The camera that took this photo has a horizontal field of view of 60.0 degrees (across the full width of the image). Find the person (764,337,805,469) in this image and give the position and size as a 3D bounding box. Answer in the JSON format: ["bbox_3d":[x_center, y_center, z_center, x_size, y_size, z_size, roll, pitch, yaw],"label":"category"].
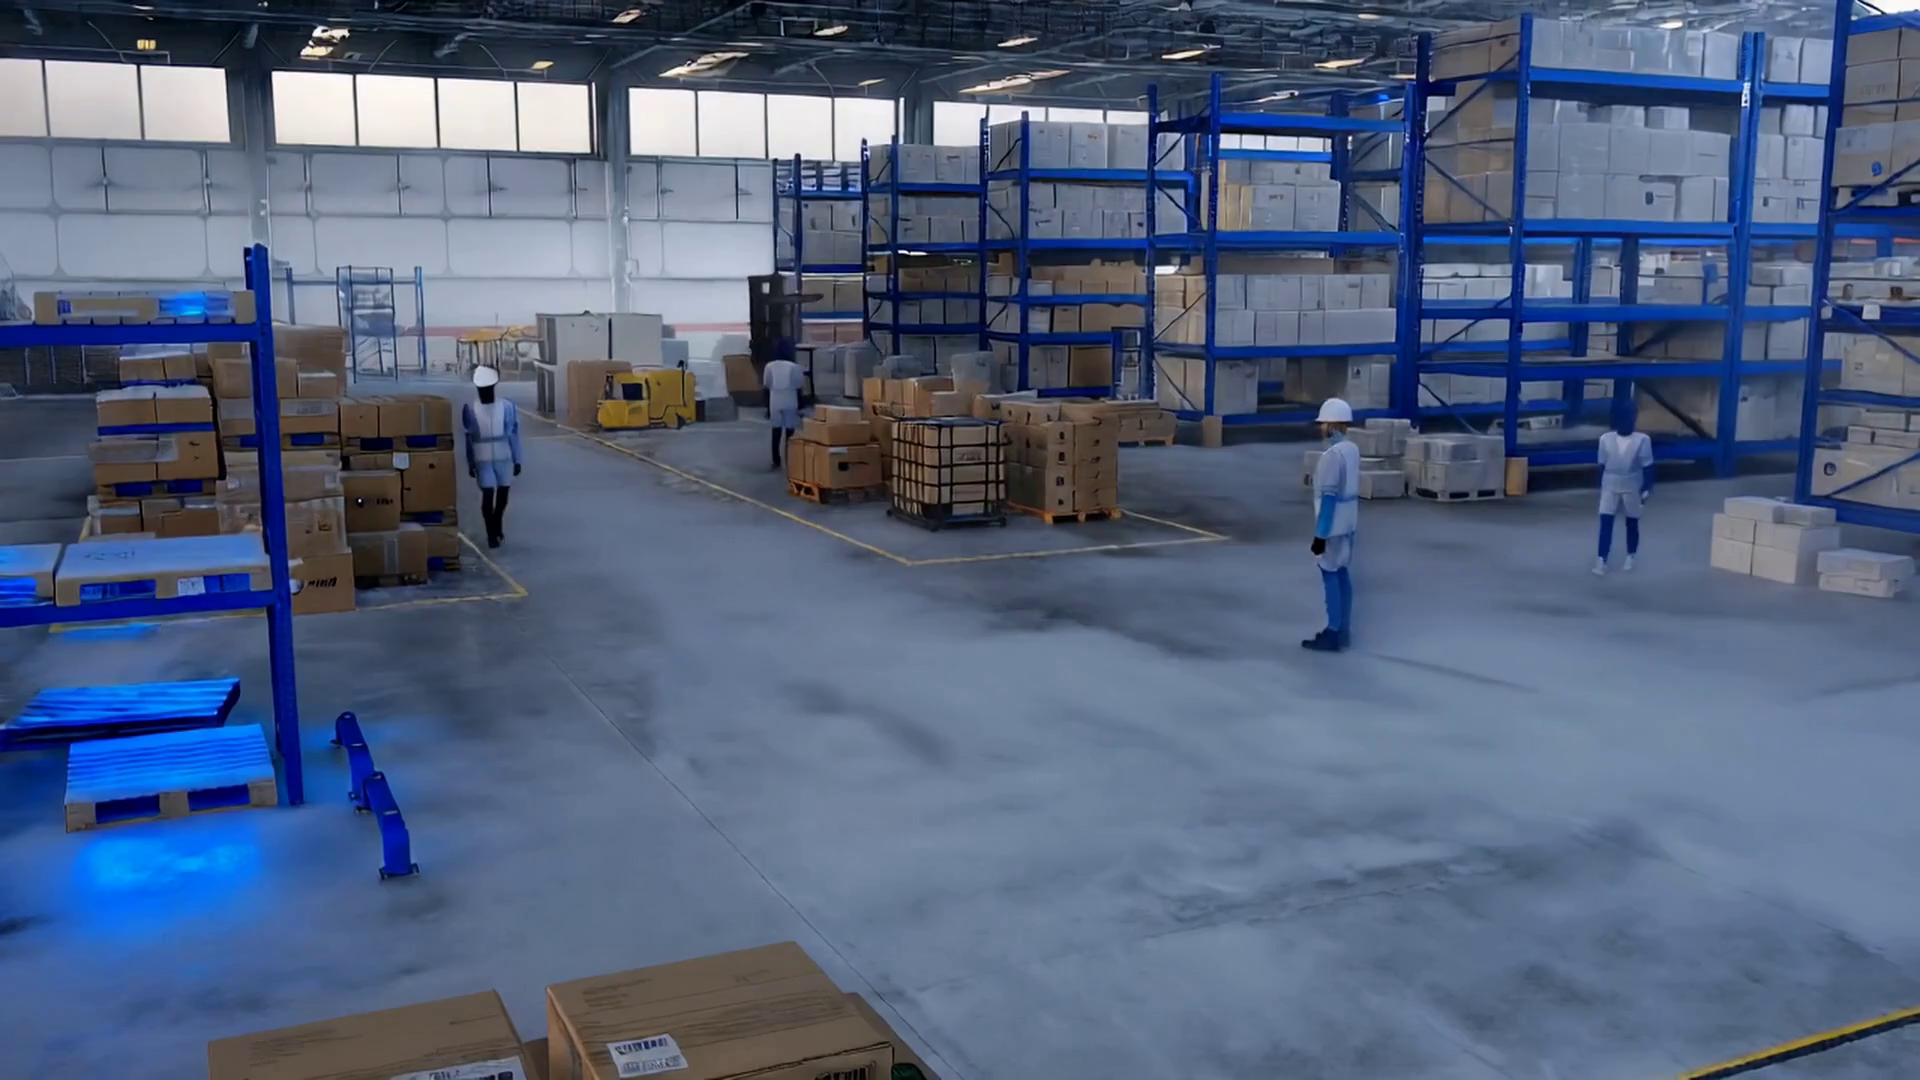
[{"bbox_3d":[-2.567,-1.970,24.207,0.616,1.944,0.741,0,9,2],"label":"person"}]

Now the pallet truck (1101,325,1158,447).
[{"bbox_3d":[2.881,-2.596,27.923,0.823,1.965,1.885,-1,9,-7],"label":"pallet truck"}]

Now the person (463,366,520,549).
[{"bbox_3d":[-4.974,-0.899,17.642,0.547,1.920,0.775,-4,10,-22],"label":"person"}]

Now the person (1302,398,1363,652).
[{"bbox_3d":[2.844,-0.114,12.709,0.356,1.938,0.543,6,11,34],"label":"person"}]

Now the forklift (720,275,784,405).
[{"bbox_3d":[-4.145,-4.284,35.666,1.873,2.768,1.129,5,10,27],"label":"forklift"}]

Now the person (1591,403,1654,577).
[{"bbox_3d":[6.298,-0.477,15.830,0.544,1.646,0.863,7,11,36],"label":"person"}]
